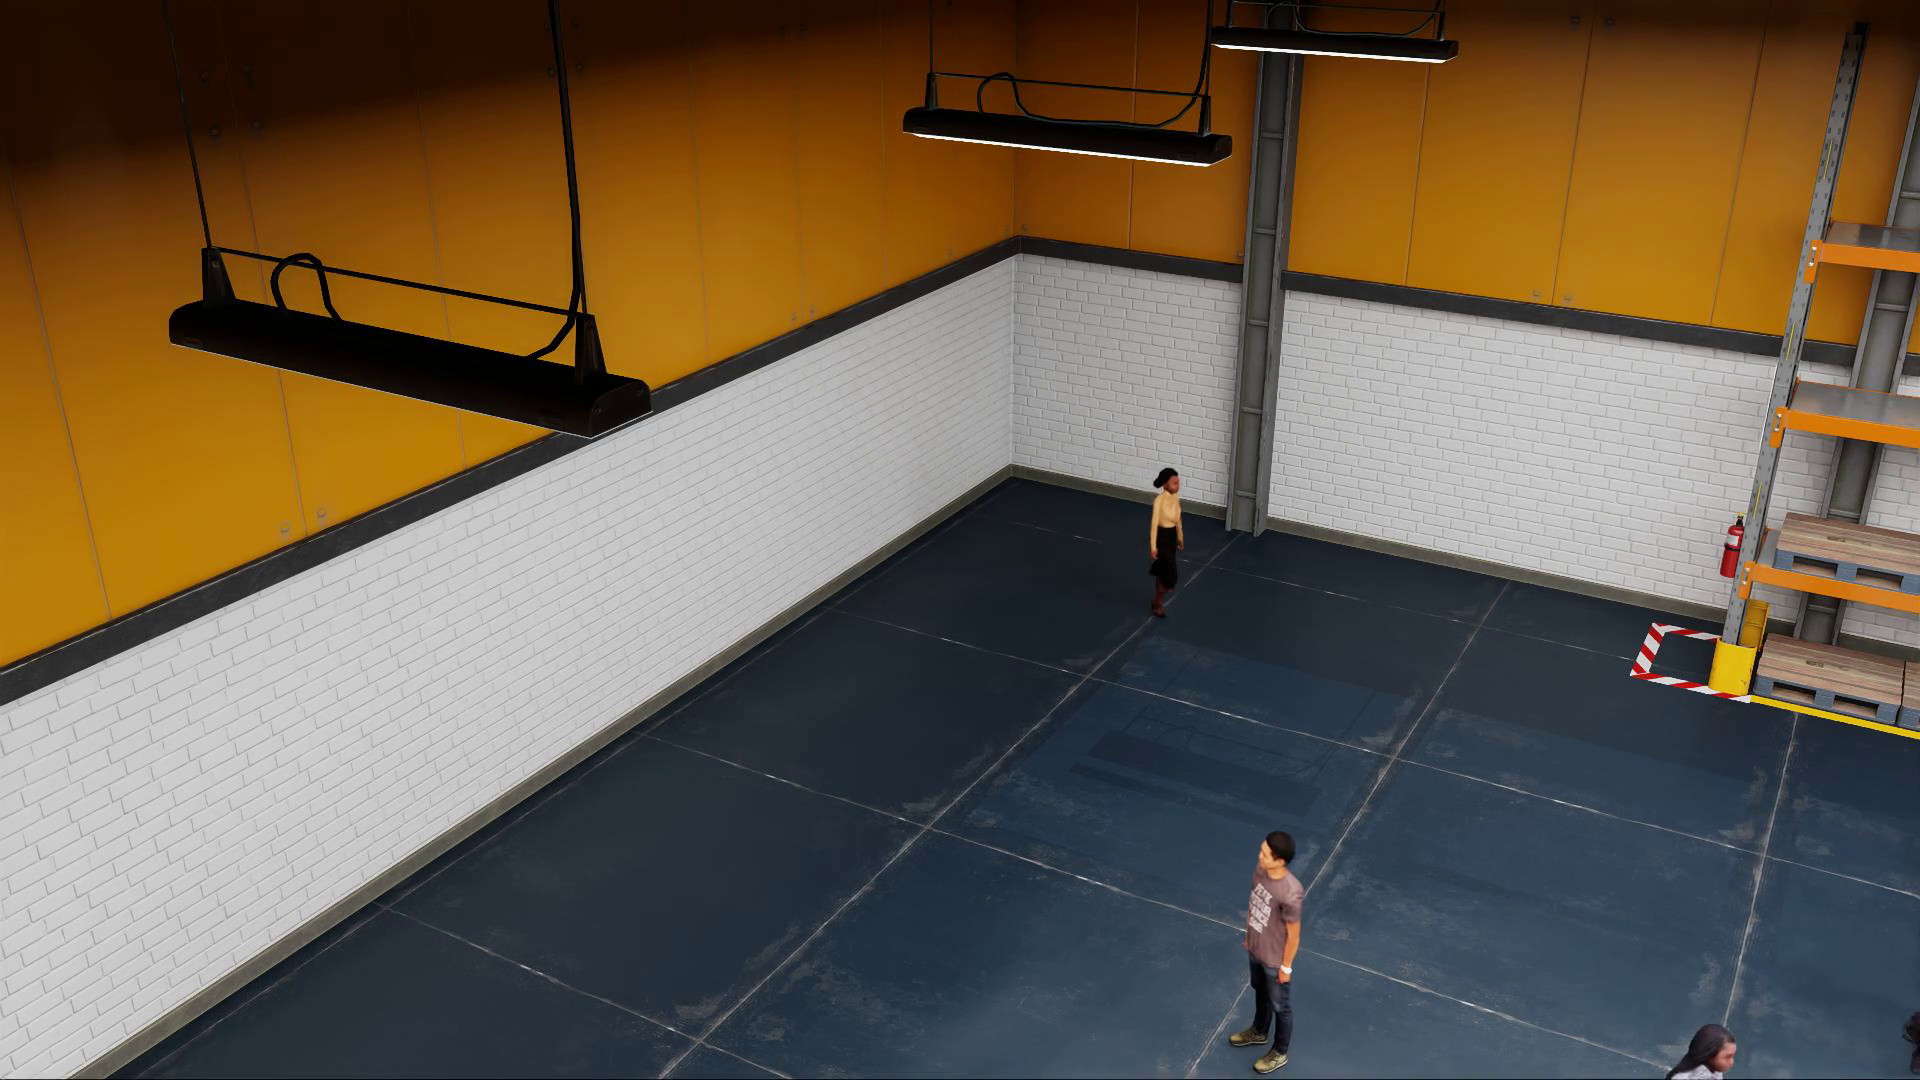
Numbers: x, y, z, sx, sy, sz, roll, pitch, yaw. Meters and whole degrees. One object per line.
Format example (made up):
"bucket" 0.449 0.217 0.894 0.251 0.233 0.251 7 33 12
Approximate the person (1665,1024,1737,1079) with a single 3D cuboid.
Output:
"person" 3.912 3.341 9.316 0.911 1.679 1.239 -18 29 -35

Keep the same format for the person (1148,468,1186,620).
"person" 2.024 0.035 16.919 0.660 1.647 0.638 18 30 36

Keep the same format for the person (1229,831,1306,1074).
"person" 2.040 2.640 10.795 0.764 1.779 0.680 -9 25 -20
